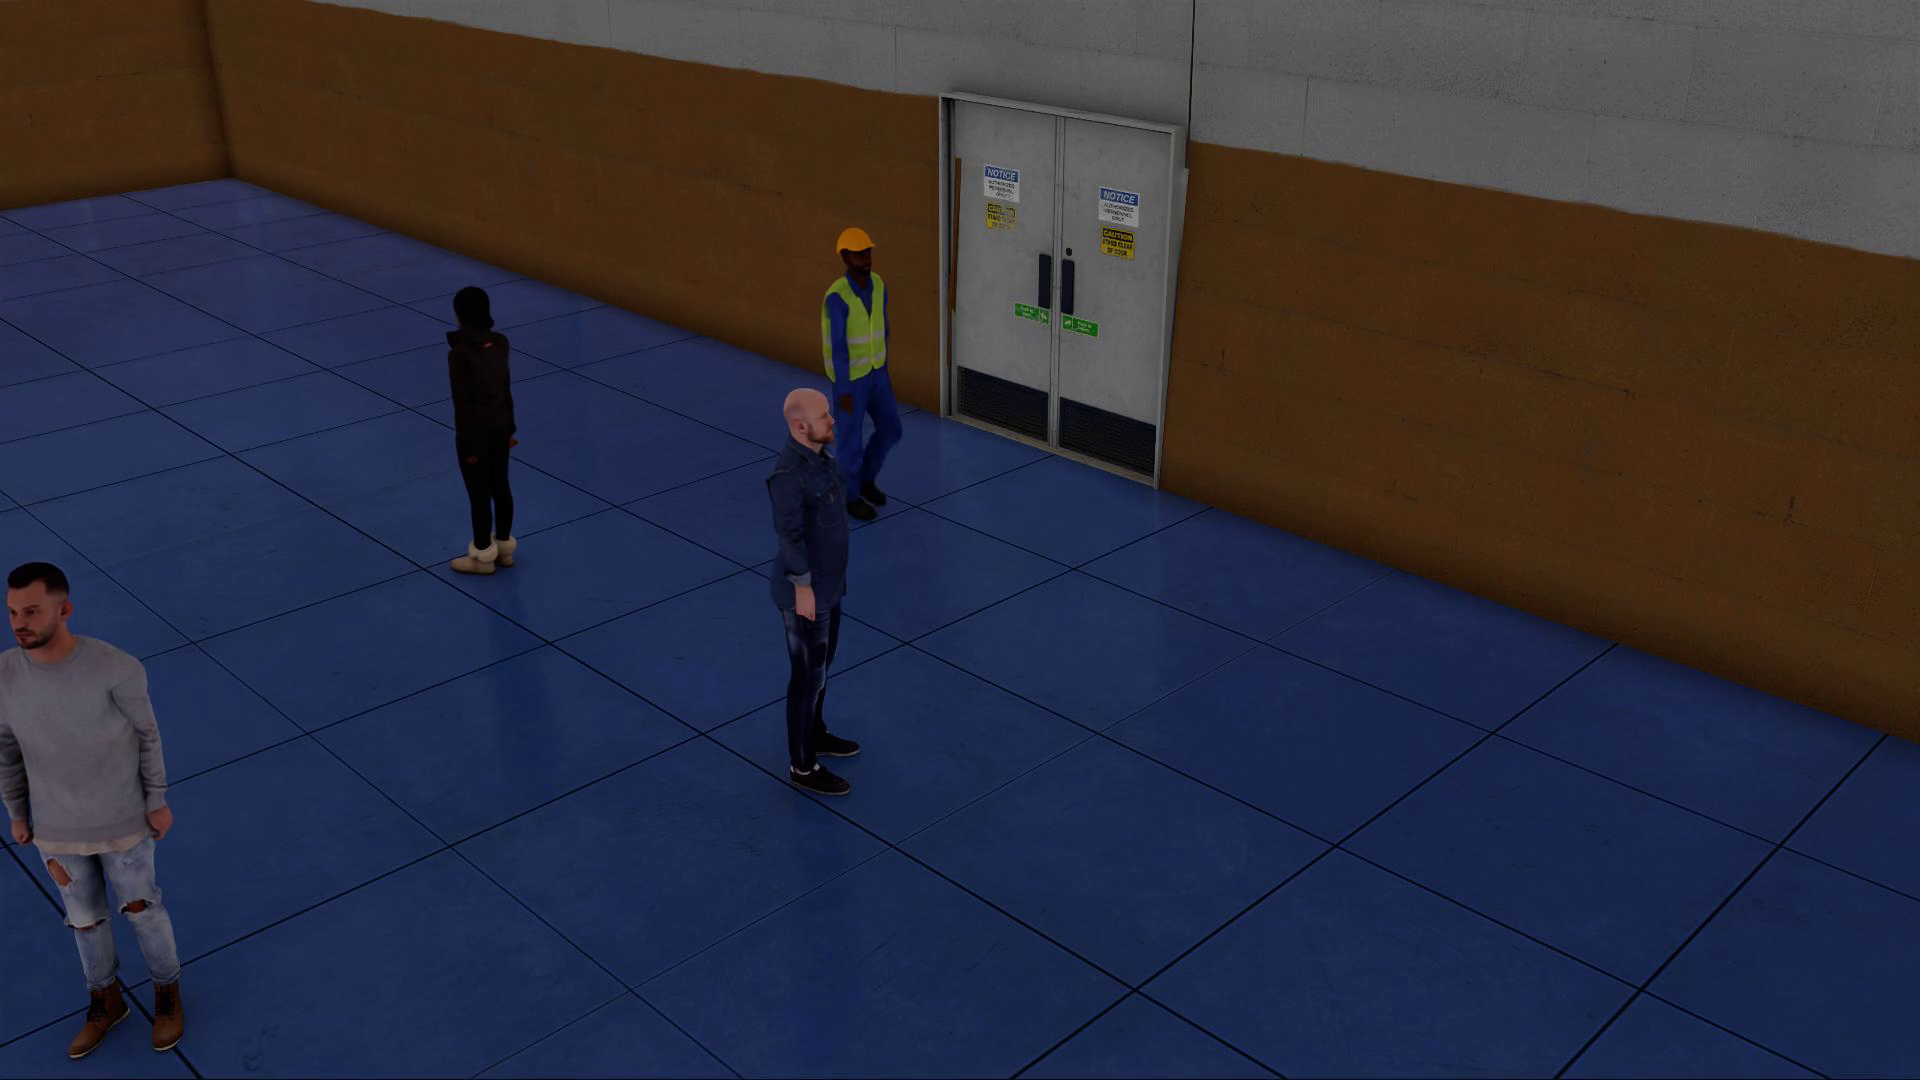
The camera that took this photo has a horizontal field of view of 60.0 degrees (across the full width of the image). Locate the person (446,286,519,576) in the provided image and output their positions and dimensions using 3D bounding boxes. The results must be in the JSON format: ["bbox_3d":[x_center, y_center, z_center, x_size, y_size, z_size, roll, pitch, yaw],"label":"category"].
[{"bbox_3d":[-2.657,-0.597,9.318,0.701,1.663,0.643,2,24,5],"label":"person"}]

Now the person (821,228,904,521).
[{"bbox_3d":[-0.668,-1.014,10.095,0.754,1.803,0.592,19,30,36],"label":"person"}]

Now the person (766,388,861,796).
[{"bbox_3d":[-0.643,0.210,7.270,0.860,1.826,0.767,3,24,6],"label":"person"}]

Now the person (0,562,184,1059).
[{"bbox_3d":[-2.952,0.913,5.646,0.719,1.839,0.817,-3,24,-7],"label":"person"}]
